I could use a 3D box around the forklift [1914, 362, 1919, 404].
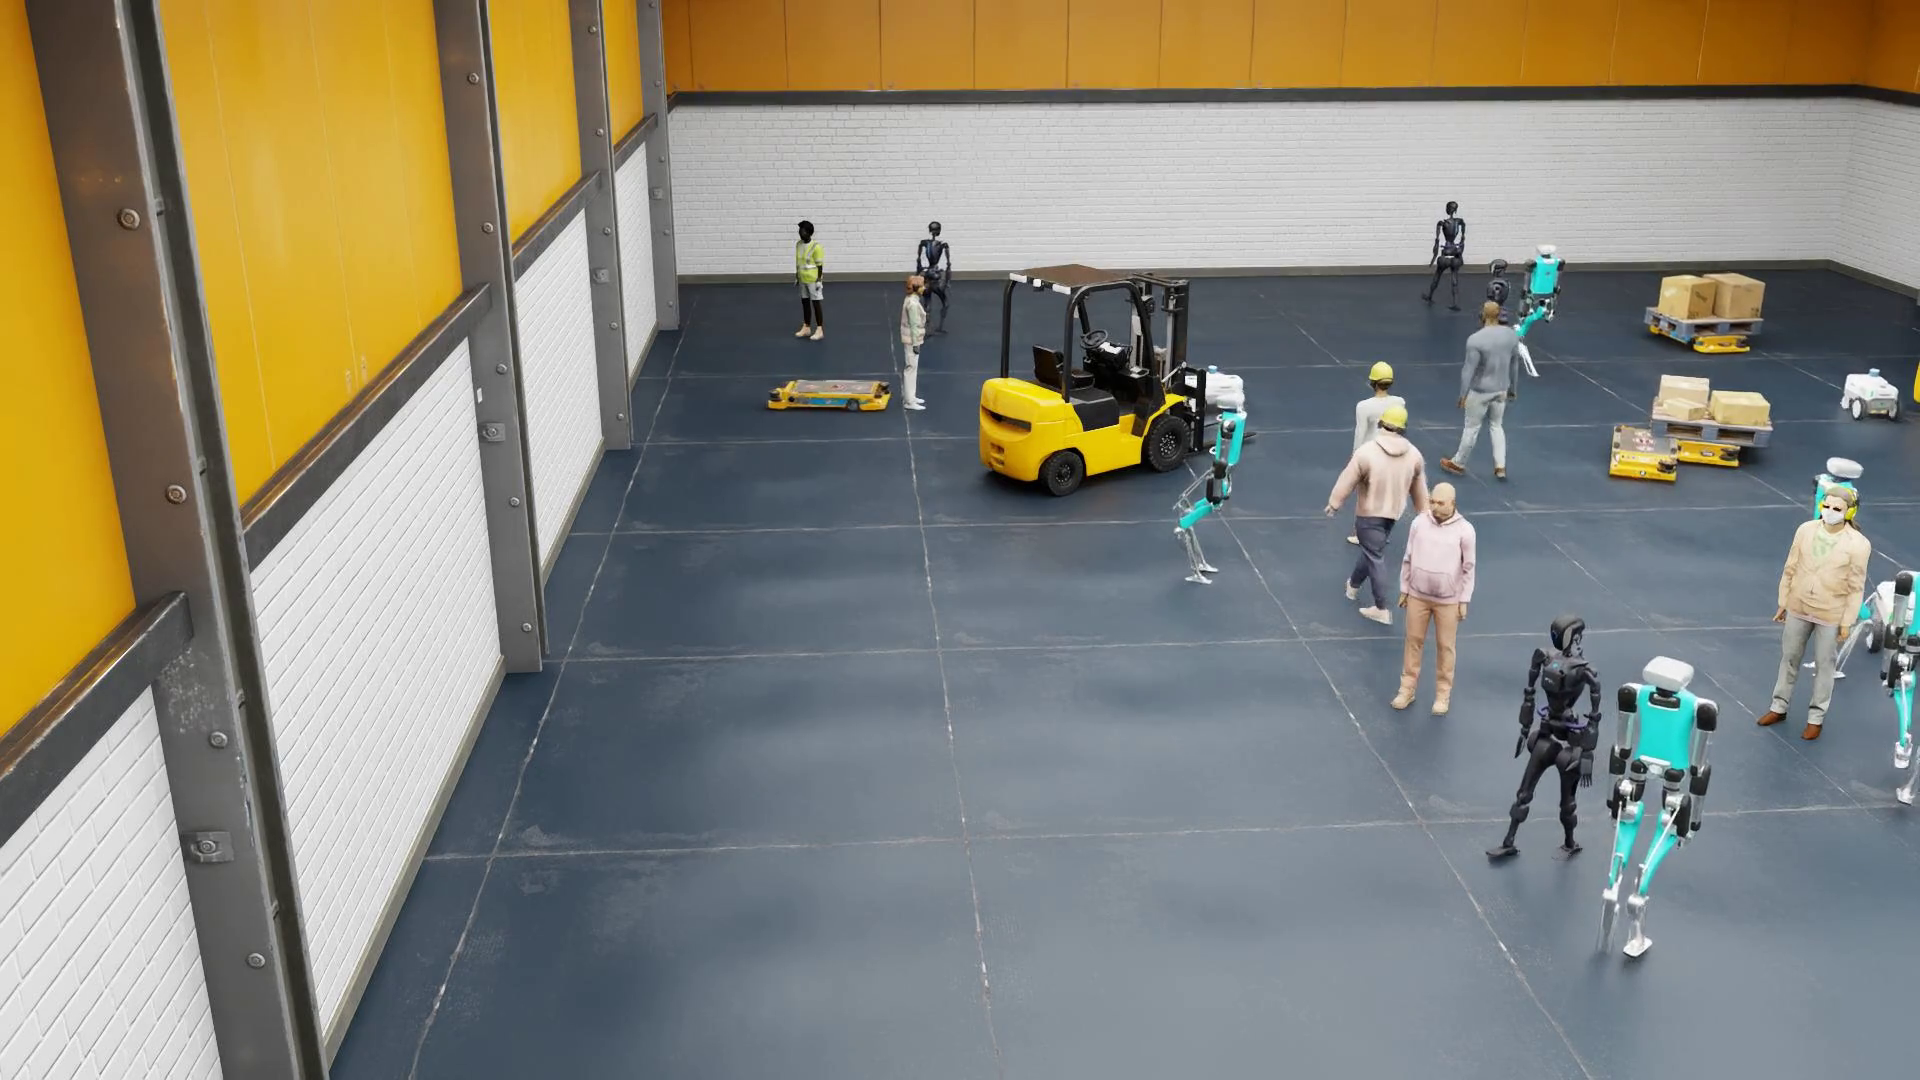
[{"bbox_3d":[12.602,-2.435,19.475,2.313,2.155,1.214,-1,20,-4],"label":"forklift"}]

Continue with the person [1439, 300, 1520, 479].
[{"bbox_3d":[5.546,-1.571,17.538,0.702,1.916,0.654,-8,22,-21],"label":"person"}]

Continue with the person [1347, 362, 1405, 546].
[{"bbox_3d":[3.903,-0.801,15.637,0.526,1.767,0.329,-7,21,-18],"label":"person"}]

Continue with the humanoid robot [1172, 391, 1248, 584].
[{"bbox_3d":[2.157,-0.484,14.775,0.708,1.753,0.540,7,21,18],"label":"humanoid robot"}]

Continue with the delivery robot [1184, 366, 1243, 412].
[{"bbox_3d":[3.018,-1.792,20.123,0.812,0.614,0.499,-1,20,-4],"label":"delivery robot"}]

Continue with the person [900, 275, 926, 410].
[{"bbox_3d":[-0.565,-2.401,20.194,0.316,1.633,0.517,-2,20,-4],"label":"person"}]

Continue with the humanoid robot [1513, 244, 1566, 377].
[{"bbox_3d":[7.479,-3.088,21.970,0.533,1.771,1.000,-4,20,-10],"label":"humanoid robot"}]

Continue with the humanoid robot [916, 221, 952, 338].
[{"bbox_3d":[-0.387,-3.724,23.742,0.603,1.647,0.492,12,23,29],"label":"humanoid robot"}]

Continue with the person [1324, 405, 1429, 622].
[{"bbox_3d":[3.521,-0.266,14.109,0.762,1.811,0.837,-7,21,-18],"label":"person"}]

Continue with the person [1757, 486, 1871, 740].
[{"bbox_3d":[6.156,0.503,11.930,0.409,1.876,0.555,-17,26,-38],"label":"person"}]

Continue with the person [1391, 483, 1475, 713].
[{"bbox_3d":[3.512,0.424,12.293,0.539,1.786,0.420,12,23,30],"label":"person"}]

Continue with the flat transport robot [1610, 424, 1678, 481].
[{"bbox_3d":[7.506,-0.963,18.250,0.659,0.231,1.431,8,22,20],"label":"flat transport robot"}]

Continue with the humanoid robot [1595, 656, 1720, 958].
[{"bbox_3d":[3.770,1.602,9.220,0.550,1.858,0.699,15,25,36],"label":"humanoid robot"}]

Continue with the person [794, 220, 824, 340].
[{"bbox_3d":[-2.146,-3.691,23.604,0.539,1.697,0.318,18,27,41],"label":"person"}]

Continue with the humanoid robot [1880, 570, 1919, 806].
[{"bbox_3d":[6.309,0.945,10.906,0.534,1.704,1.031,12,23,30],"label":"humanoid robot"}]

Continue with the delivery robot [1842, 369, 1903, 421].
[{"bbox_3d":[10.935,-1.739,19.961,0.499,0.602,0.801,1,20,3],"label":"delivery robot"}]

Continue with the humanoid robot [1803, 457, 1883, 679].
[{"bbox_3d":[6.879,0.220,12.852,0.711,1.759,0.530,0,20,1],"label":"humanoid robot"}]

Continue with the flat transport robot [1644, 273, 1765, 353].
[{"bbox_3d":[10.453,-2.889,23.499,0.659,0.231,1.431,-3,20,-9],"label":"flat transport robot"}]

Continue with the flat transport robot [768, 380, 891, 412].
[{"bbox_3d":[-1.599,-1.778,20.472,1.431,0.231,0.659,1,20,3],"label":"flat transport robot"}]

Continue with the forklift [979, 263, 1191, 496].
[{"bbox_3d":[1.315,-1.764,17.646,2.313,2.155,1.214,-14,24,-33],"label":"forklift"}]

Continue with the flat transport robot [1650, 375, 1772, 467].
[{"bbox_3d":[8.402,-1.125,18.694,0.659,0.231,1.431,8,22,22],"label":"flat transport robot"}]

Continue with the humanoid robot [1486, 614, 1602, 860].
[{"bbox_3d":[3.664,1.247,10.222,0.621,1.639,0.599,-12,23,-29],"label":"humanoid robot"}]

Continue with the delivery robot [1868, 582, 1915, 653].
[{"bbox_3d":[7.667,0.633,13.515,0.499,0.614,0.808,7,21,19],"label":"delivery robot"}]

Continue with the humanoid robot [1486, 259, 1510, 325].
[{"bbox_3d":[6.770,-2.745,21.061,0.355,1.641,0.612,6,21,17],"label":"humanoid robot"}]

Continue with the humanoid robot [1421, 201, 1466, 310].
[{"bbox_3d":[7.510,-4.403,25.623,0.585,1.624,0.759,-8,22,-21],"label":"humanoid robot"}]
